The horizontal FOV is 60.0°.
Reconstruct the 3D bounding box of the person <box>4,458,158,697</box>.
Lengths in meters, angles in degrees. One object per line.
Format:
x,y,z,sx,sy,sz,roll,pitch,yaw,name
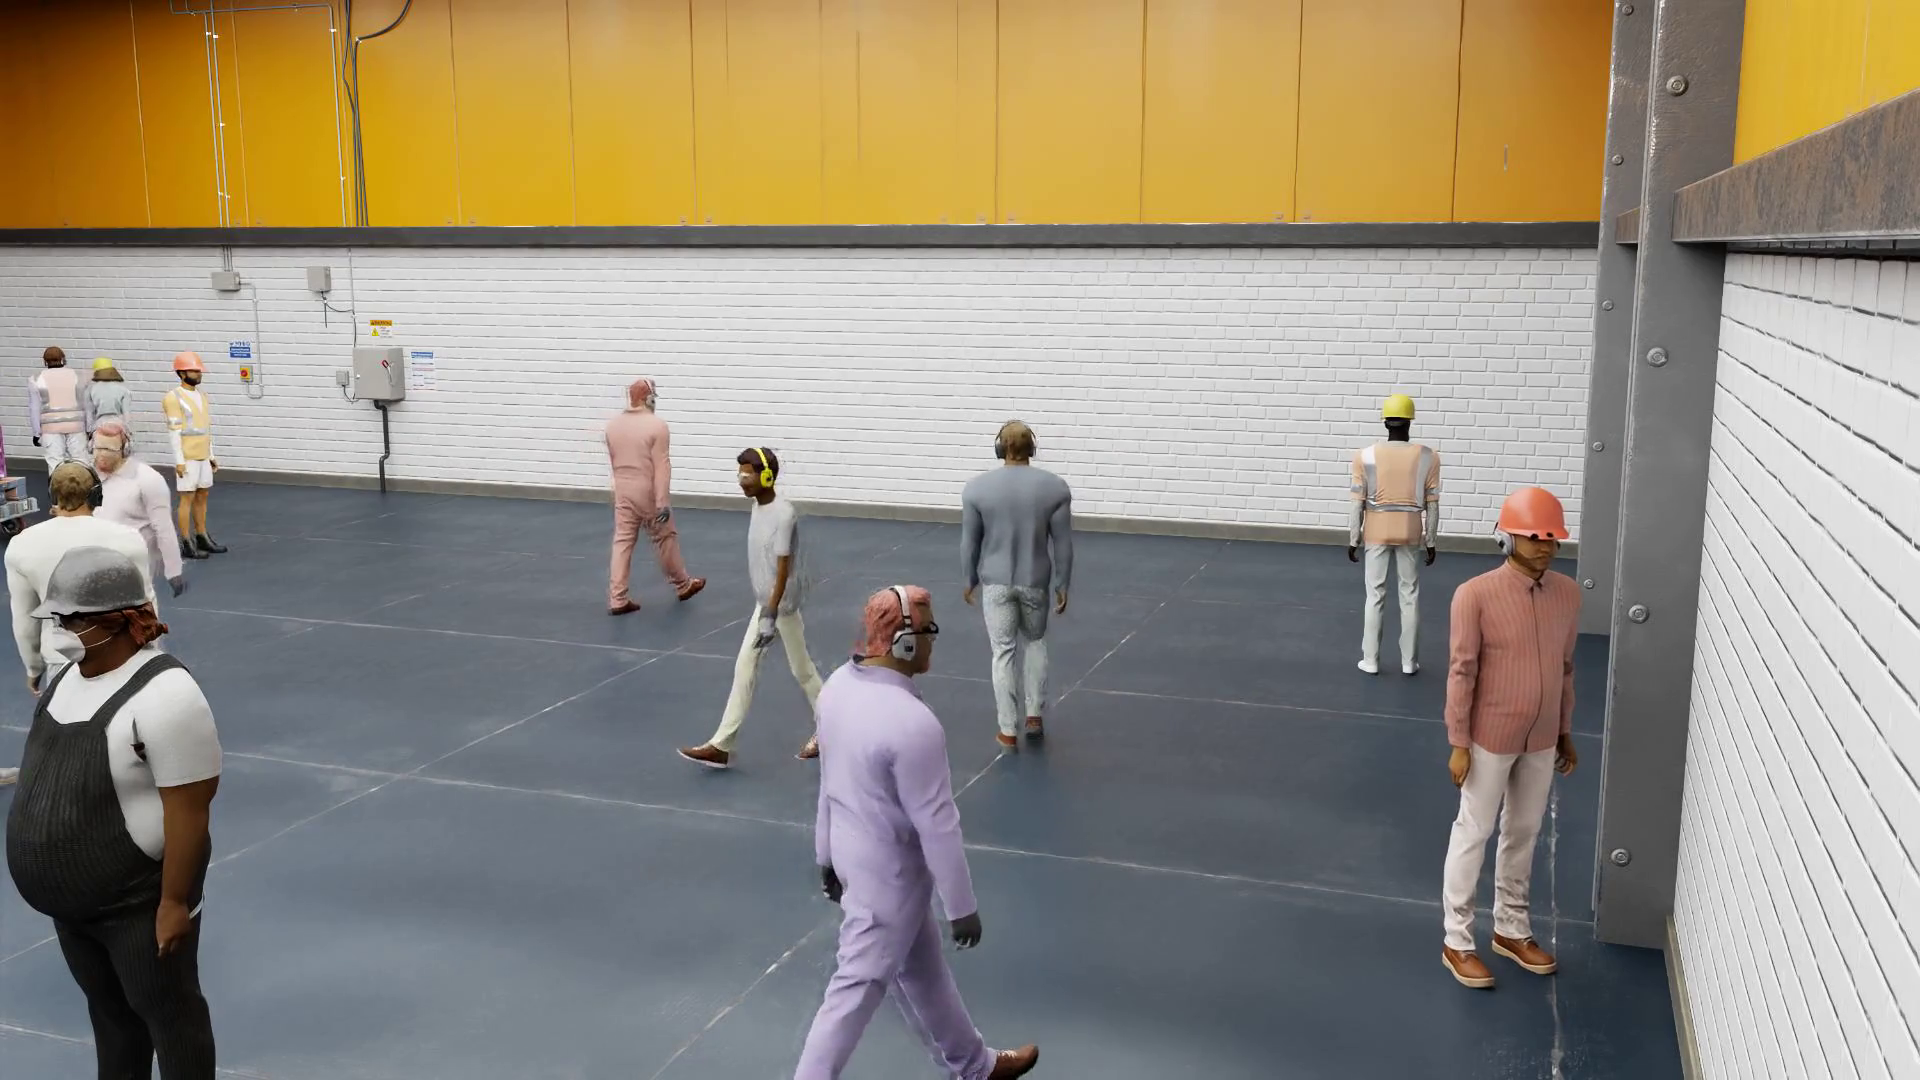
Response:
-4.096,0.580,7.840,0.627,1.941,0.373,-2,10,-9,person

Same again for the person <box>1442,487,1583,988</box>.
2.203,0.773,6.597,0.614,1.993,0.395,-4,11,-21,person

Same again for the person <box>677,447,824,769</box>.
-1.079,0.390,9.284,0.995,1.808,0.540,-7,12,-33,person

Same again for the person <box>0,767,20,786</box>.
-5.197,0.469,8.679,0.543,1.874,0.613,-5,11,-24,person

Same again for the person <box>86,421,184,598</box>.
-5.251,0.195,10.257,0.692,1.840,0.999,3,10,15,person

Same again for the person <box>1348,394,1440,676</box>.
2.943,-0.030,11.315,0.594,1.923,0.372,1,10,7,person

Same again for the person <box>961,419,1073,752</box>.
0.324,0.256,9.726,0.638,1.921,0.589,-1,10,-6,person

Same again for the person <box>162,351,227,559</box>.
-7.166,-0.792,15.608,0.388,1.939,0.550,2,10,10,person

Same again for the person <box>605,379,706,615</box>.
-2.494,-0.366,13.380,0.676,1.853,0.975,6,12,30,person

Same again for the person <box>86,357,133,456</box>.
-9.318,-1.149,18.222,0.494,1.705,0.720,-4,11,-22,person

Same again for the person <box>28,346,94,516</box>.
-9.736,-1.180,18.043,0.619,1.838,0.430,-8,13,-38,person

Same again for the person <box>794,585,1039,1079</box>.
-0.170,1.059,5.383,1.010,1.849,0.672,-4,11,-24,person
